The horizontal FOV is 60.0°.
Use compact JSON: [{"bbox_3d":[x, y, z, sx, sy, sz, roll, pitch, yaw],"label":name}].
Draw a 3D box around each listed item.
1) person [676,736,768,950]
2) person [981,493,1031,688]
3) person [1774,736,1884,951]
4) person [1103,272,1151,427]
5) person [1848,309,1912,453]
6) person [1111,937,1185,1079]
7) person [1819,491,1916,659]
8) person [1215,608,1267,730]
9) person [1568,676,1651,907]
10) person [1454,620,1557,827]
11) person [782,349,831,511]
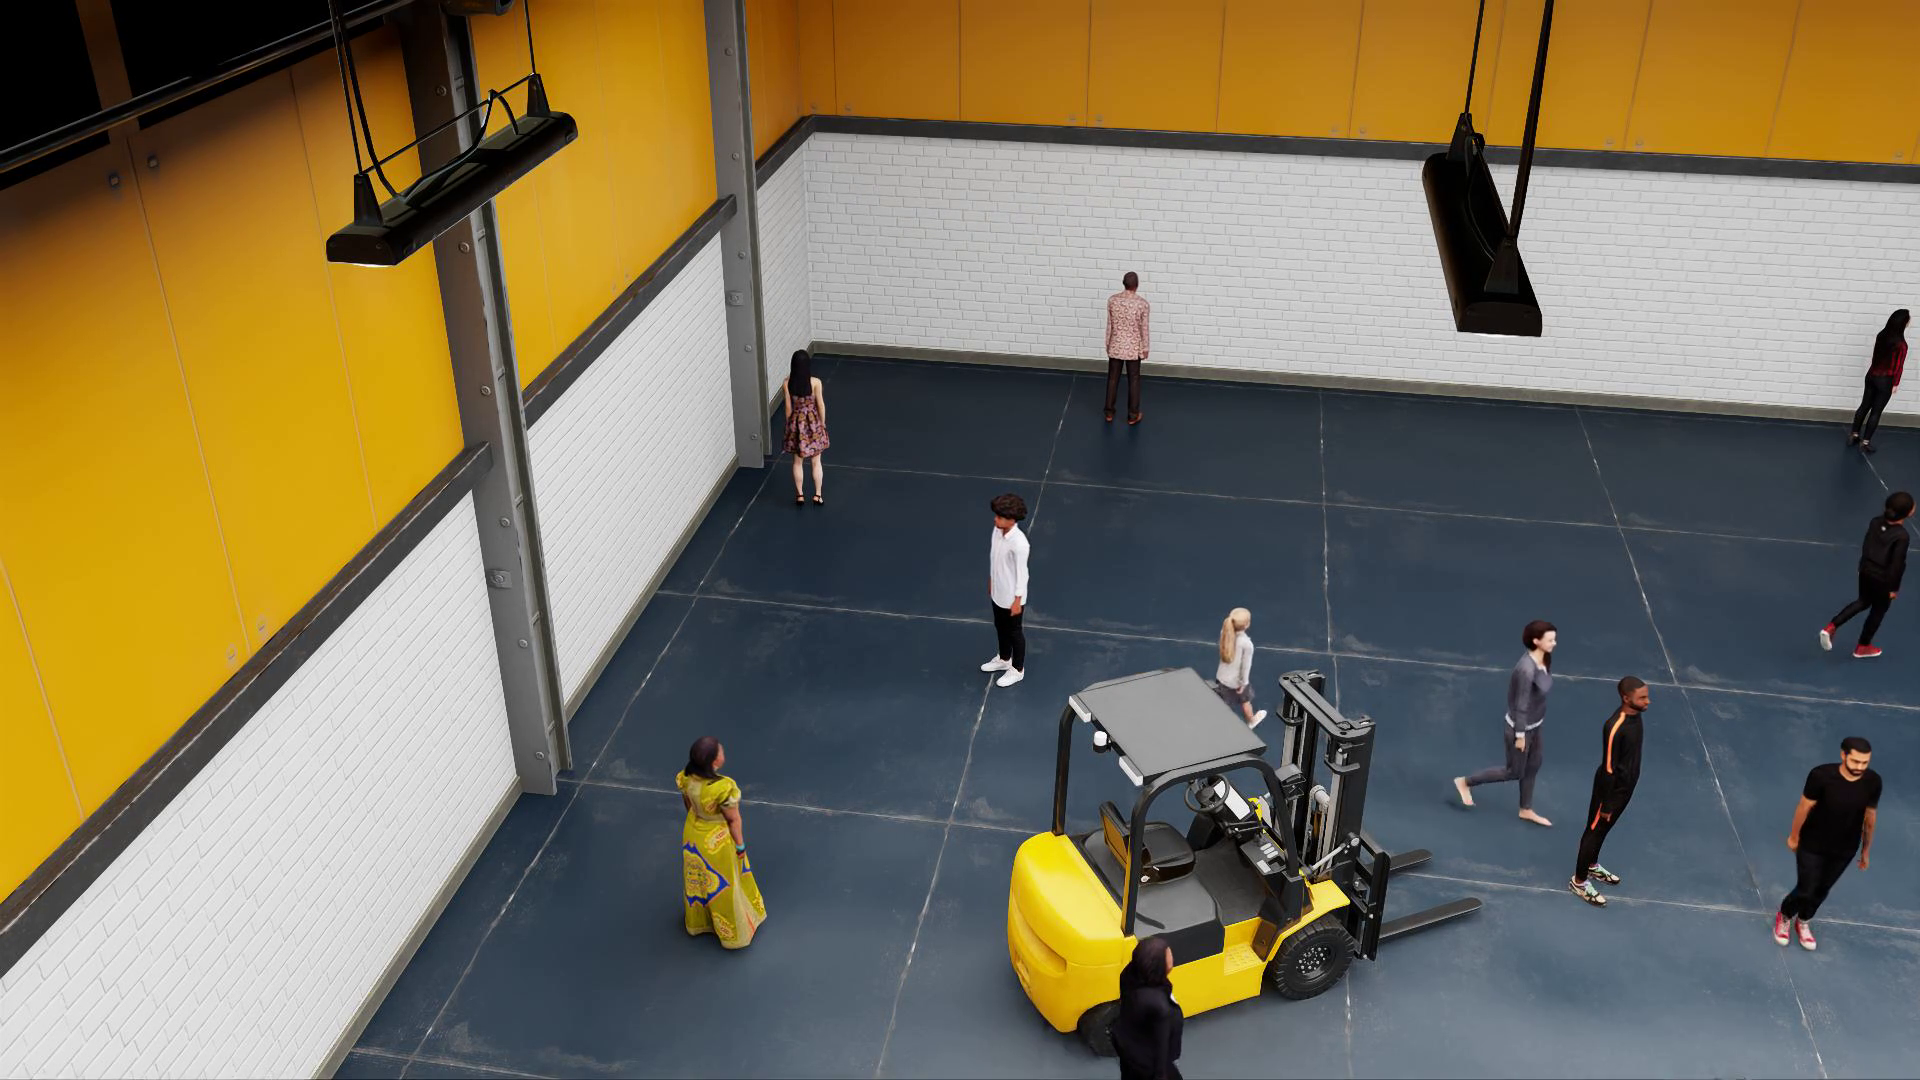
[{"bbox_3d":[-1.690,2.058,11.450,0.979,1.659,0.964,19,34,30],"label":"person"},{"bbox_3d":[0.416,0.413,14.312,0.773,1.808,0.687,-15,32,-25],"label":"person"},{"bbox_3d":[5.941,2.020,11.430,0.669,1.746,0.630,1,29,2],"label":"person"},{"bbox_3d":[1.905,-2.205,19.117,0.712,1.803,0.649,10,30,18],"label":"person"},{"bbox_3d":[10.228,-1.777,18.490,0.715,1.651,0.594,-8,30,-15],"label":"person"},{"bbox_3d":[1.014,3.017,9.747,0.844,1.607,0.756,-12,31,-21],"label":"person"},{"bbox_3d":[8.005,0.336,14.605,0.876,1.662,0.925,-7,29,-13],"label":"person"},{"bbox_3d":[2.181,1.136,13.575,0.790,1.243,0.926,25,37,38],"label":"person"},{"bbox_3d":[4.651,1.750,11.860,0.759,1.808,0.637,21,35,33],"label":"person"},{"bbox_3d":[4.198,1.372,12.614,0.903,1.750,1.014,16,32,27],"label":"person"},{"bbox_3d":[-1.600,-1.144,17.200,0.700,1.775,0.708,1,29,1],"label":"person"}]
